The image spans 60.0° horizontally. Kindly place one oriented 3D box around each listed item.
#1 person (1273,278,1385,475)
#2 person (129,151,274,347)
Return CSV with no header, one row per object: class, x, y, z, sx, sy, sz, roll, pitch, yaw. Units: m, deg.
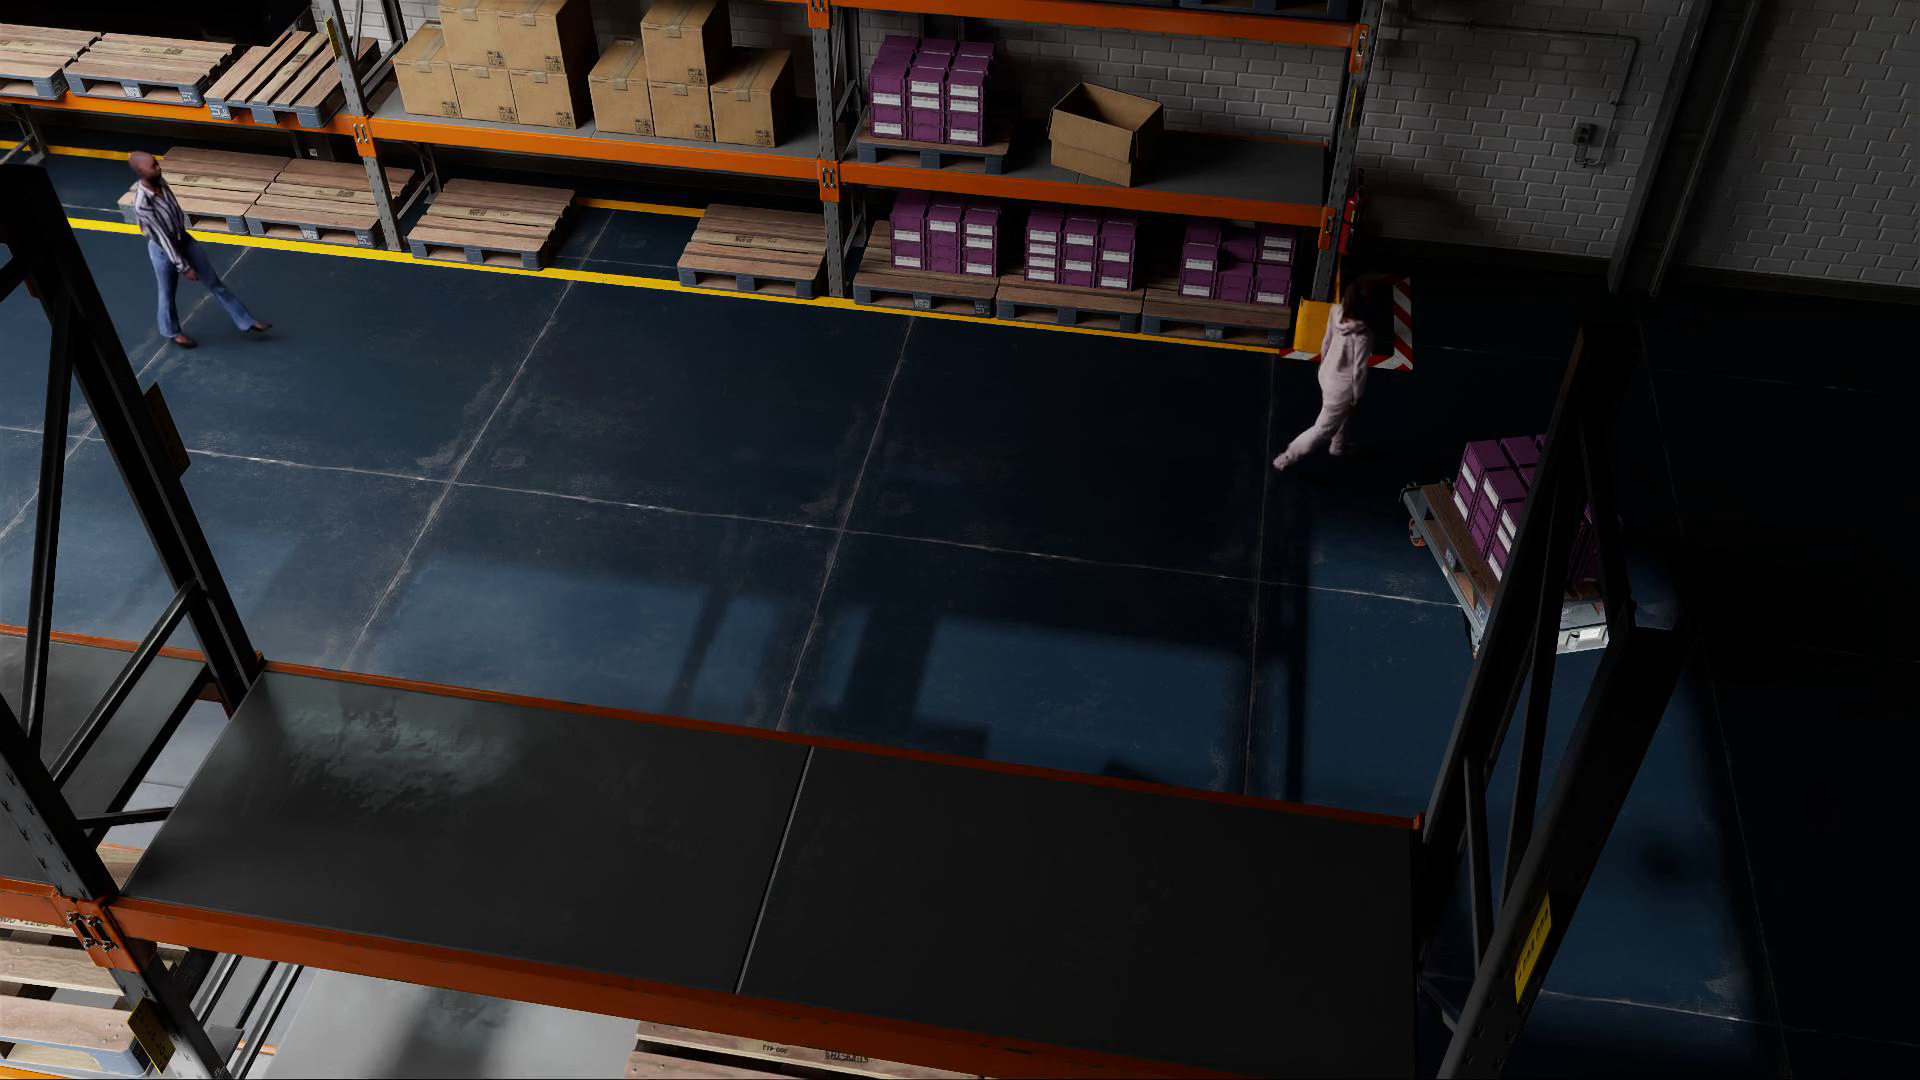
person,2.669,-1.132,11.990,1.146,1.657,0.944,-13,45,-14
person,-6.269,-2.224,13.068,1.147,1.750,0.688,4,44,4
